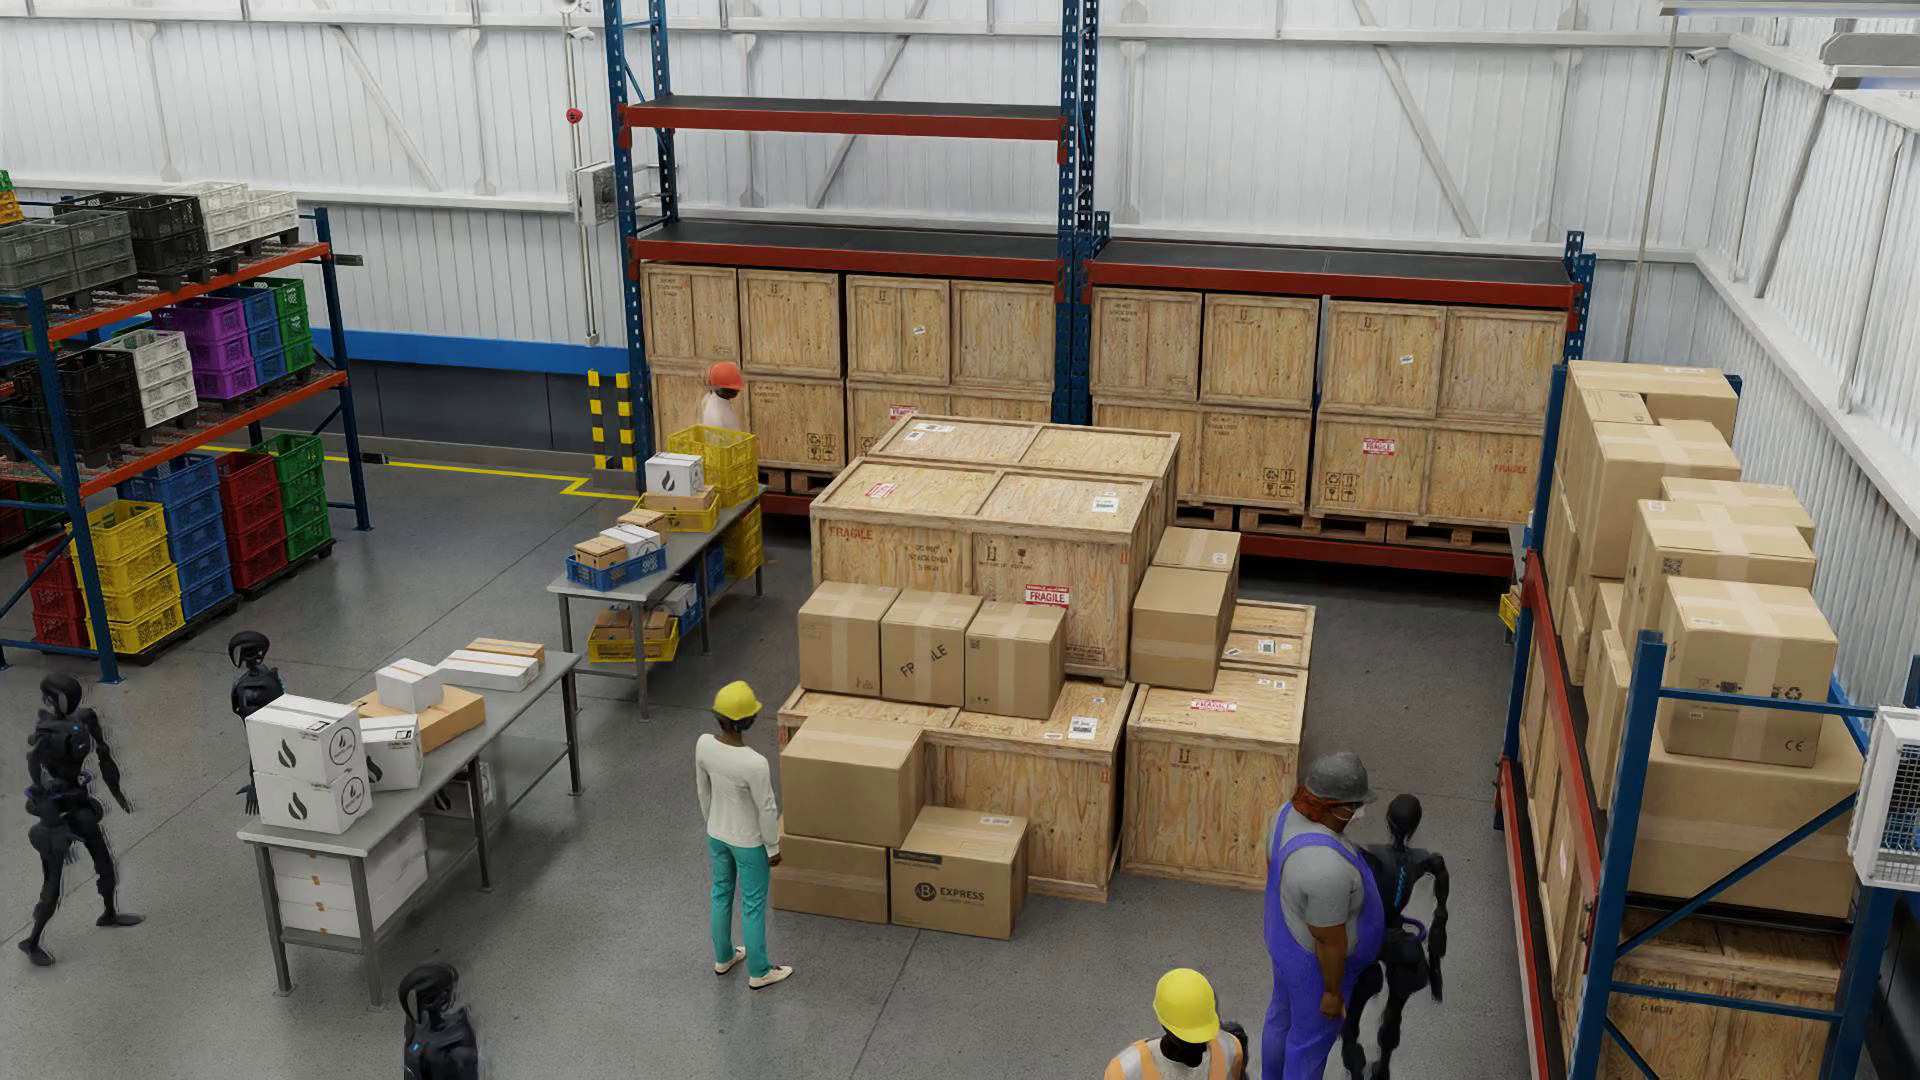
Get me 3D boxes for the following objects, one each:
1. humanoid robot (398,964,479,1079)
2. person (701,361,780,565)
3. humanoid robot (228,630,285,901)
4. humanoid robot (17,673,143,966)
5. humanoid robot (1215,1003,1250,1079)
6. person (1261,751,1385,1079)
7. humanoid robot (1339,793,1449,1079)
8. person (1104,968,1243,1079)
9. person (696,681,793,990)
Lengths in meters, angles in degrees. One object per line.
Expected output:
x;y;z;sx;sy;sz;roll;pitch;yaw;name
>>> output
-2.001;2.443;6.688;0.646;1.637;0.488;17;27;38;humanoid robot
-1.930;-0.603;14.266;0.831;1.951;0.633;1;21;1;person
-4.035;1.291;9.671;0.328;1.660;0.588;-6;22;-16;humanoid robot
-4.924;1.495;9.172;0.514;1.638;0.750;5;22;14;humanoid robot
0.900;2.448;6.663;0.602;1.652;0.353;-10;23;-24;humanoid robot
1.673;1.875;7.662;0.536;2.000;0.685;-3;21;-7;person
2.004;2.002;7.872;0.604;1.639;0.554;1;21;2;humanoid robot
0.808;2.450;6.315;0.584;1.928;0.365;-9;23;-23;person
-1.162;1.564;8.855;0.524;1.768;0.314;15;25;33;person
